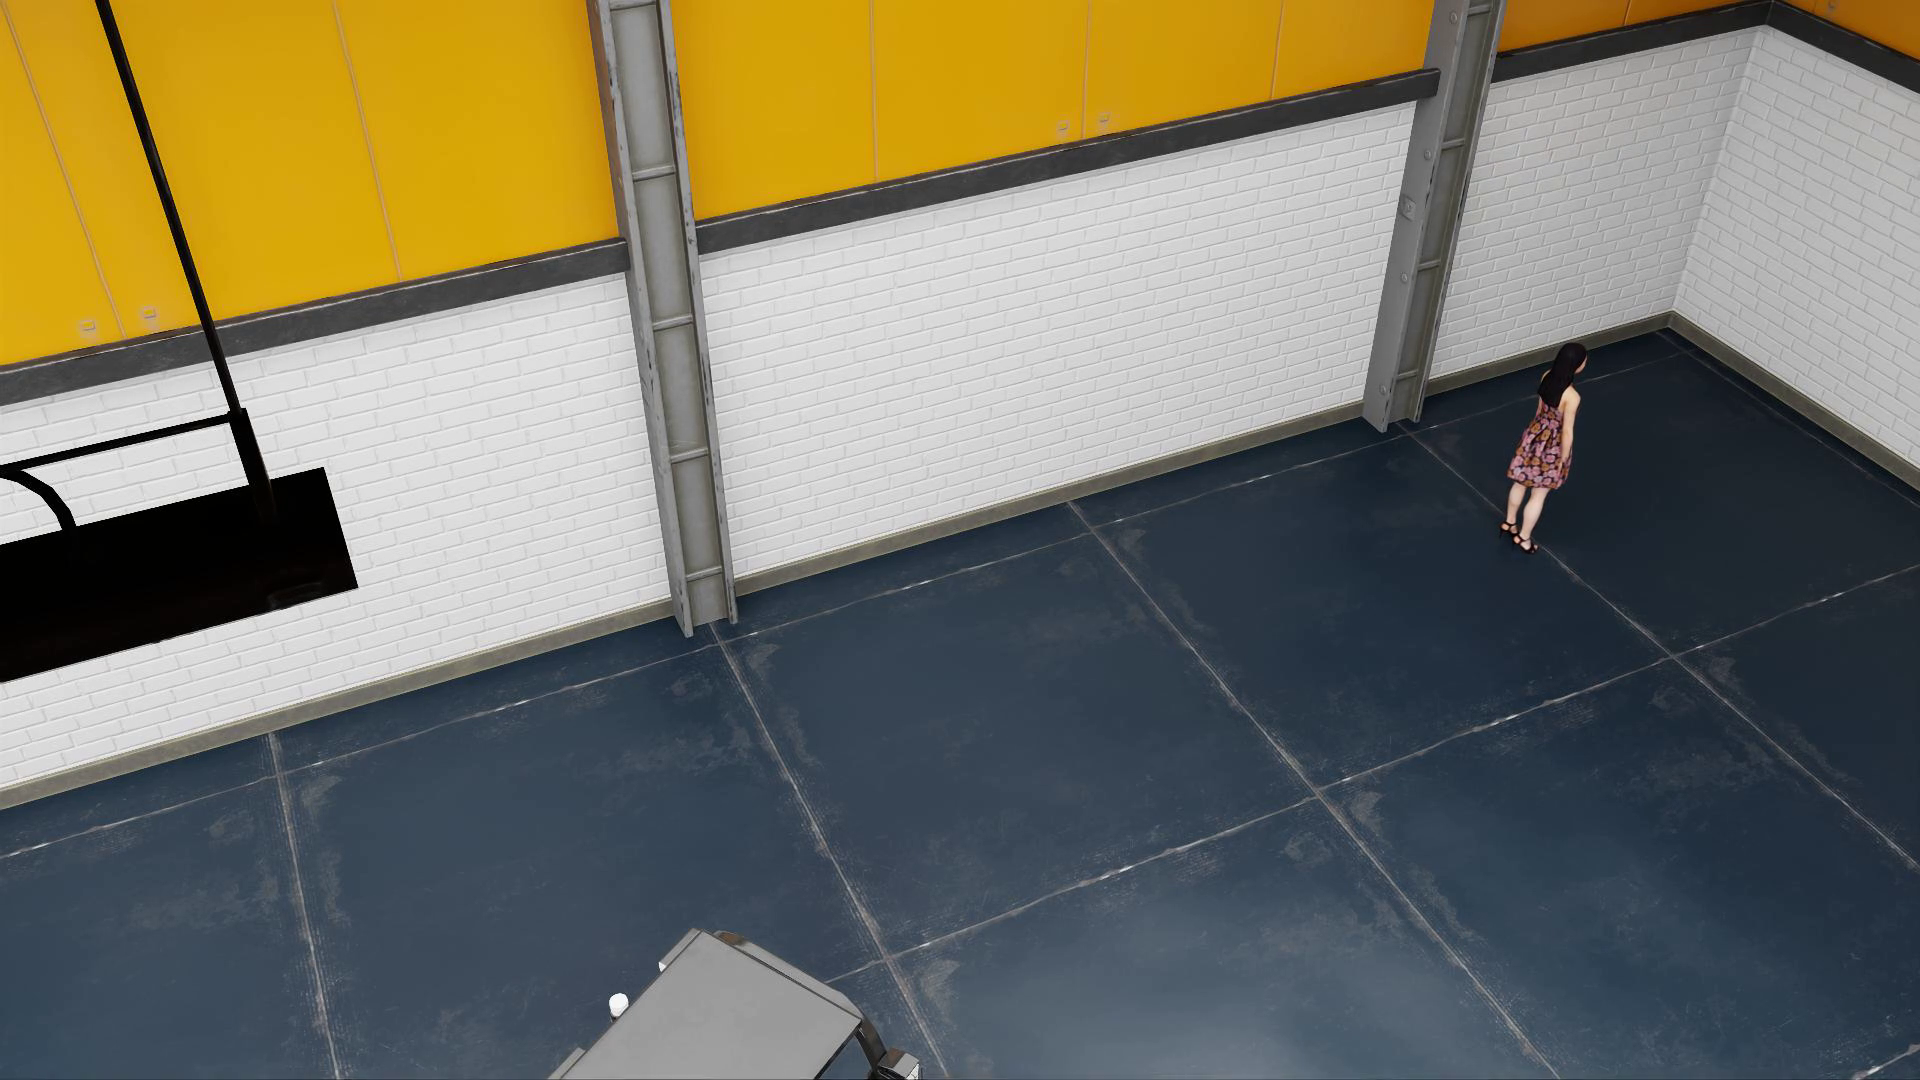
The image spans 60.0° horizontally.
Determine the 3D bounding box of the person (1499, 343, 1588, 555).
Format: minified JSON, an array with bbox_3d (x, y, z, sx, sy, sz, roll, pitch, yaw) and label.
[{"bbox_3d":[4.252,-0.663,12.071,0.686,1.773,0.686,-12,40,-14],"label":"person"}]
